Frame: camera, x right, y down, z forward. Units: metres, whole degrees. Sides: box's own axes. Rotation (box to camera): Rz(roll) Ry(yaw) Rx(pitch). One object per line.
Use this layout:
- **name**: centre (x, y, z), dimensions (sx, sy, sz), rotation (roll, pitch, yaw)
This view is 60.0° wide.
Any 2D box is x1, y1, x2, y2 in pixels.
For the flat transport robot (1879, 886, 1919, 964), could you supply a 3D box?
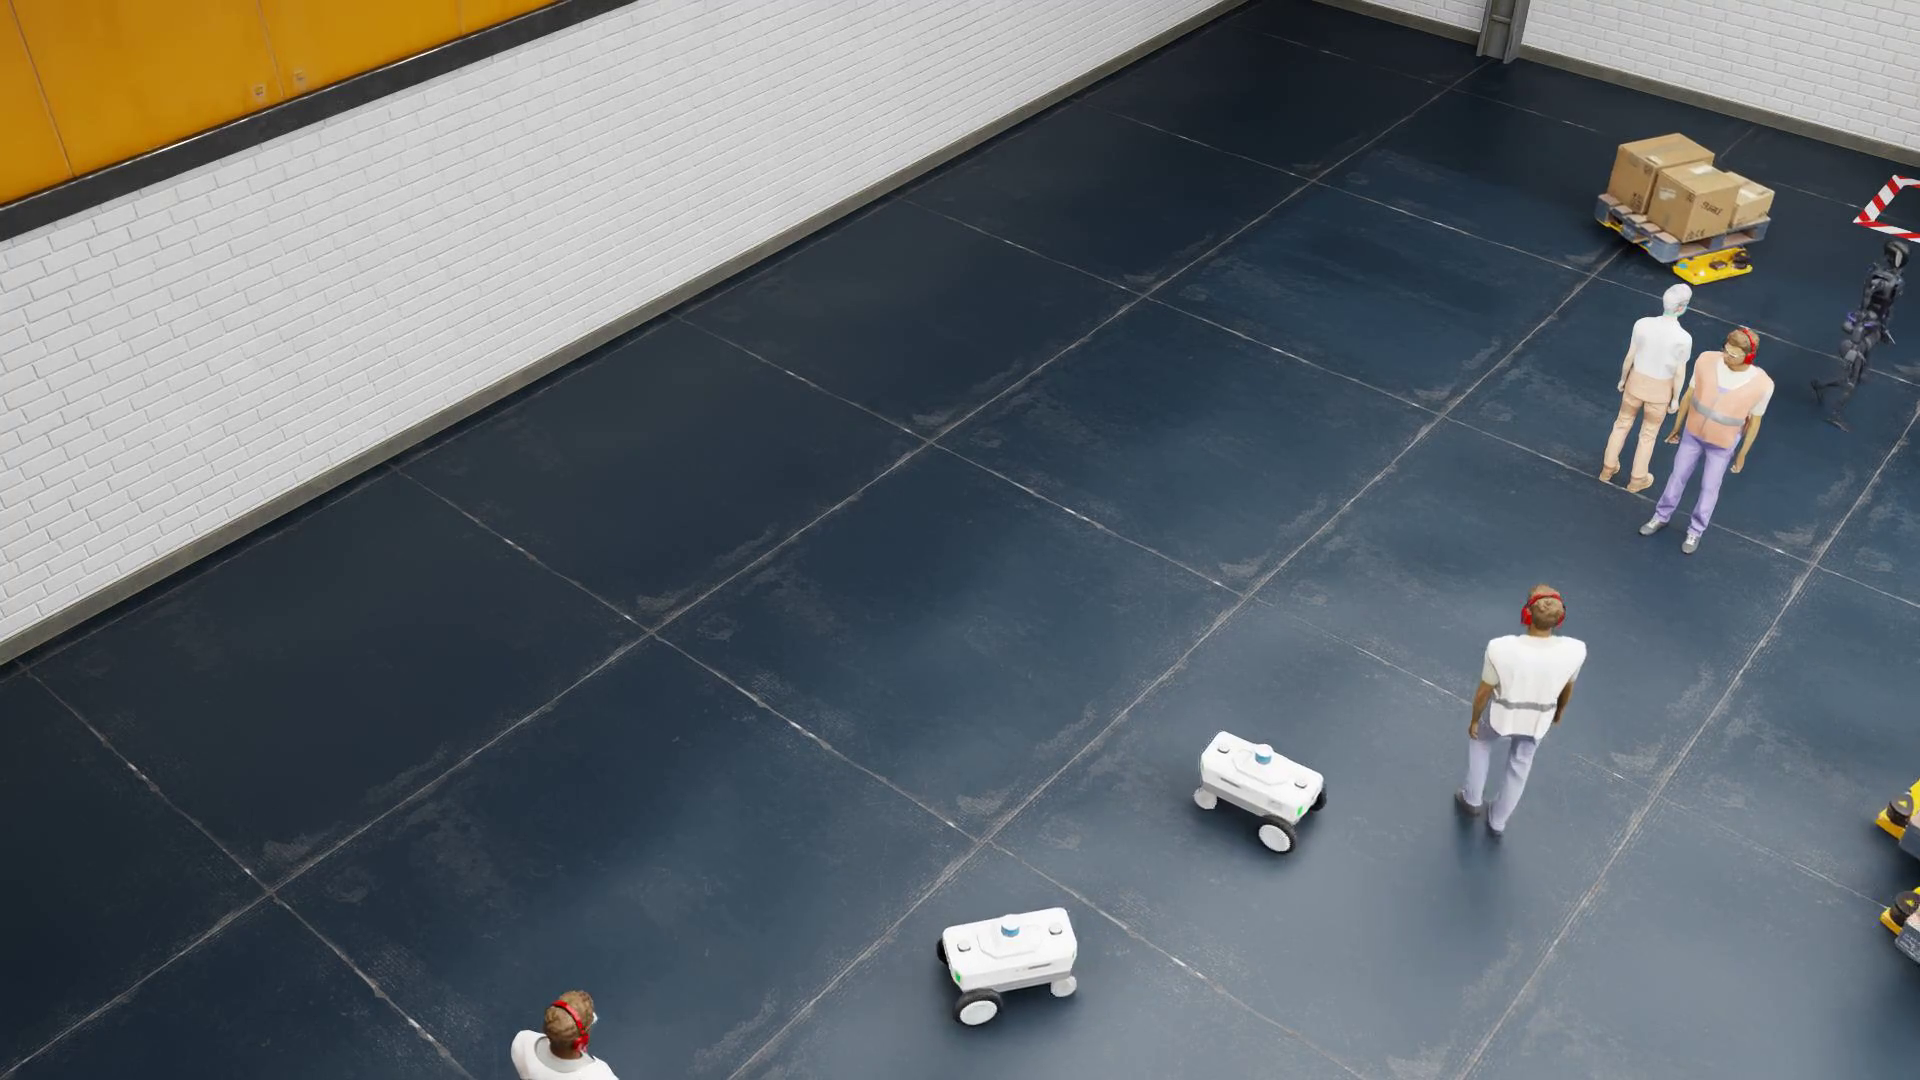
- **flat transport robot**: centre (5.996, 2.416, 9.288), dimensions (0.659, 0.231, 1.431), rotation (-22, 44, -25)

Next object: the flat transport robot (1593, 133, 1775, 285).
- **flat transport robot**: centre (6.807, -2.889, 15.873), dimensions (0.659, 0.231, 1.431), rotation (-14, 41, -17)

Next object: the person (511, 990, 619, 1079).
- **person**: centre (-1.733, 2.732, 7.653), dimensions (0.570, 1.830, 0.405), rotation (18, 42, 21)

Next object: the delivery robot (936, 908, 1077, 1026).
- **delivery robot**: centre (0.260, 2.303, 9.199), dimensions (0.789, 0.593, 0.499), rotation (-8, 40, -10)

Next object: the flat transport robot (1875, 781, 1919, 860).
- **flat transport robot**: centre (6.324, 1.918, 9.905), dimensions (0.659, 0.231, 1.431), rotation (-25, 45, -28)

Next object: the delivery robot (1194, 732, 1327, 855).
- **delivery robot**: centre (1.851, 1.504, 10.190), dimensions (0.774, 0.592, 0.499), rotation (23, 44, 26)

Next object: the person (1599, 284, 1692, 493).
- **person**: centre (5.197, -1.144, 12.536), dimensions (0.483, 1.737, 0.320), rotation (31, 48, 32)

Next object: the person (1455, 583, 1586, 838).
- **person**: centre (3.280, 1.008, 9.794), dimensions (0.574, 1.829, 0.530), rotation (5, 39, 7)

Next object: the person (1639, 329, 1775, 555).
- **person**: centre (5.401, -0.733, 11.945), dimensions (0.393, 1.839, 0.563), rotation (-32, 49, -33)

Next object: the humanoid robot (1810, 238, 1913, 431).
- **humanoid robot**: centre (7.156, -1.661, 13.230), dimensions (0.596, 1.638, 0.485), rotation (-28, 47, -30)
